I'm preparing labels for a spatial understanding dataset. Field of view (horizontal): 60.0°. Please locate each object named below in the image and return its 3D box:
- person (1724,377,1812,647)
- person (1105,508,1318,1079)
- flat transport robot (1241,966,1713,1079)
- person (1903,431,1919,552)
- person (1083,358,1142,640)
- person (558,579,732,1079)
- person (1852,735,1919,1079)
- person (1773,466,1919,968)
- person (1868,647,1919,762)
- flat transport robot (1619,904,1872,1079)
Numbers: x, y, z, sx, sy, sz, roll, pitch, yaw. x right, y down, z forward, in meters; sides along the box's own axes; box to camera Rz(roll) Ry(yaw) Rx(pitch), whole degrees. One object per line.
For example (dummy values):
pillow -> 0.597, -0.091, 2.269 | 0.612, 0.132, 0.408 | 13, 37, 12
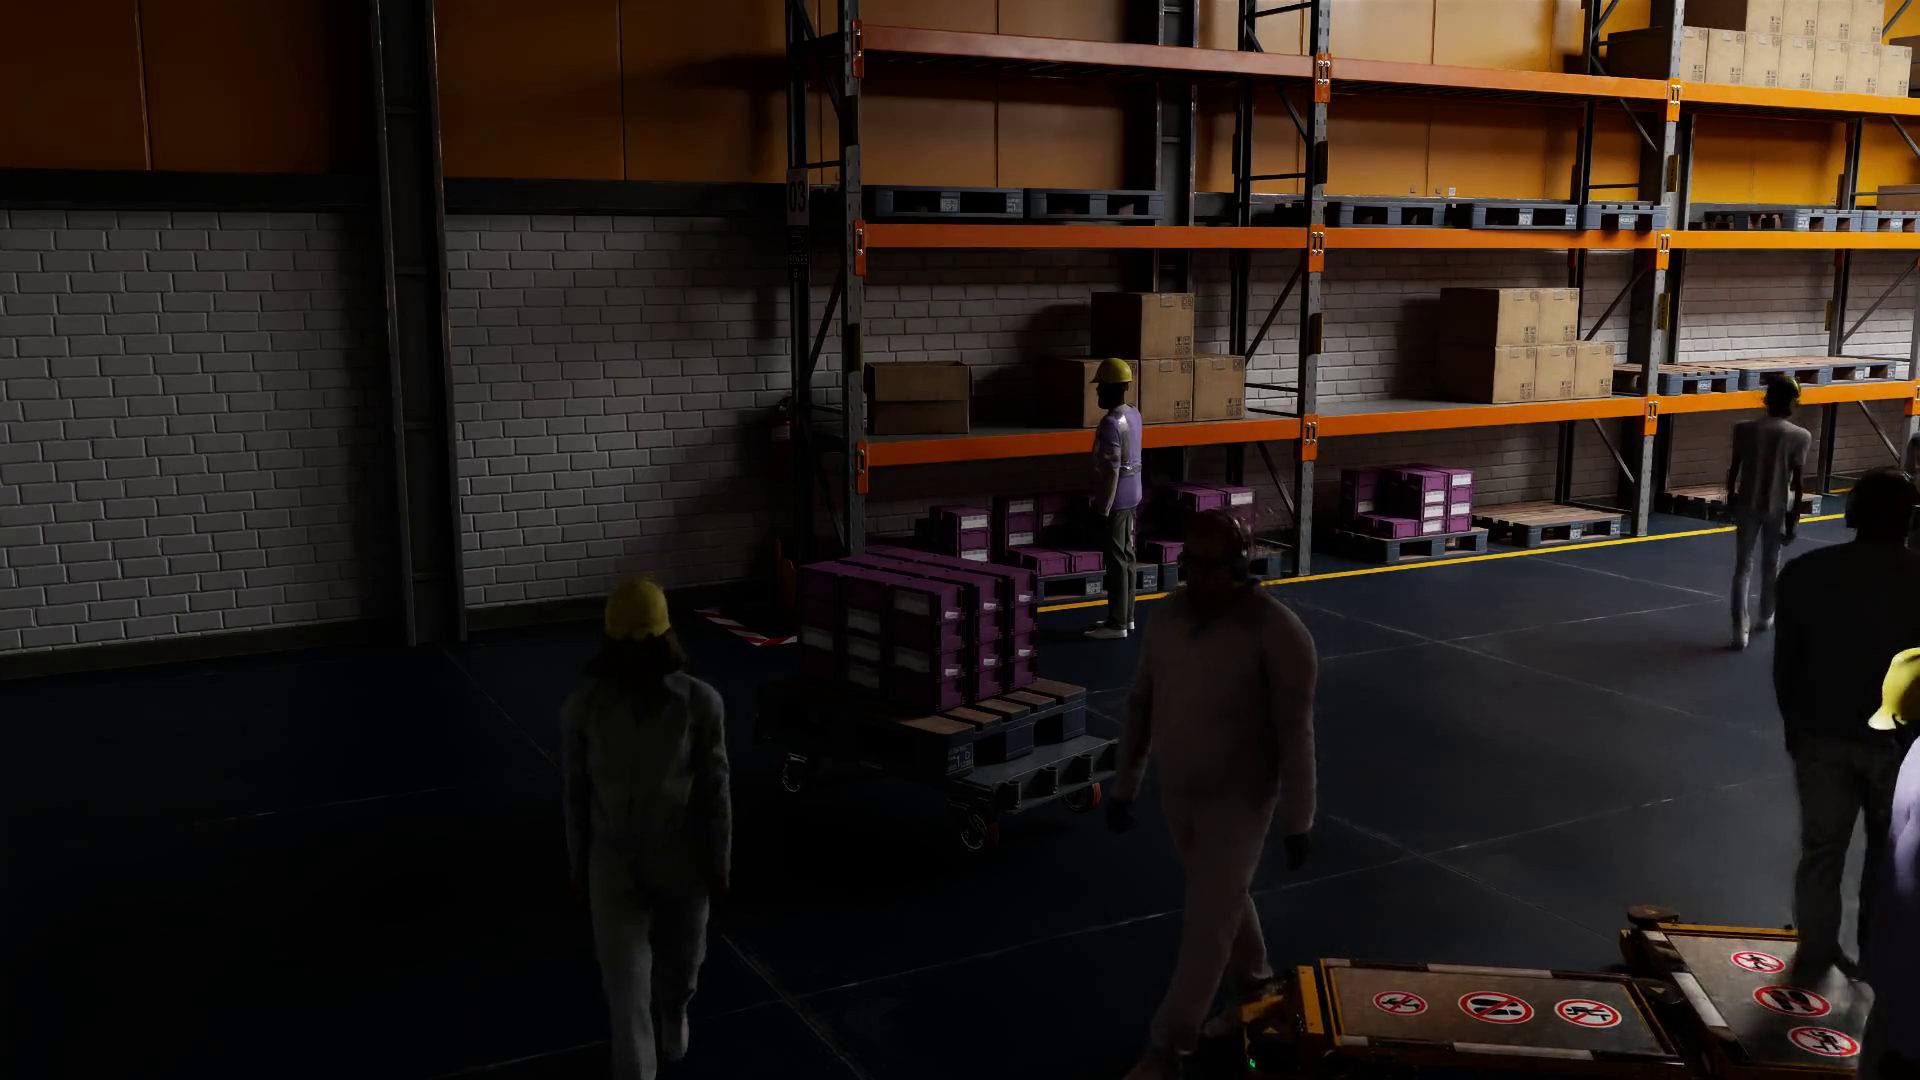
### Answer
person -> 5.451, -0.200, 11.283 | 0.526, 1.806, 1.031 | 6, 12, 32
person -> 0.753, 0.815, 5.280 | 0.980, 1.848, 0.659 | -7, 12, -35
flat transport robot -> 1.638, 1.594, 5.359 | 1.431, 0.197, 0.652 | 1, 10, 8
person -> 6.279, -0.097, 10.595 | 0.586, 1.835, 0.403 | 8, 13, 39
person -> 1.049, -0.279, 11.377 | 0.371, 1.927, 0.588 | 4, 11, 20
person -> -0.944, 0.933, 5.031 | 0.491, 1.714, 0.816 | -2, 10, -13
person -> 2.384, 1.055, 3.762 | 0.947, 1.894, 0.653 | 7, 12, 34
person -> 3.171, 0.695, 5.829 | 0.640, 1.905, 0.758 | 8, 13, 40
person -> 2.369, 1.109, 3.921 | 0.519, 1.734, 0.597 | 5, 11, 25
flat transport robot -> 2.698, 1.572, 5.486 | 0.652, 0.197, 1.431 | 1, 10, 8
